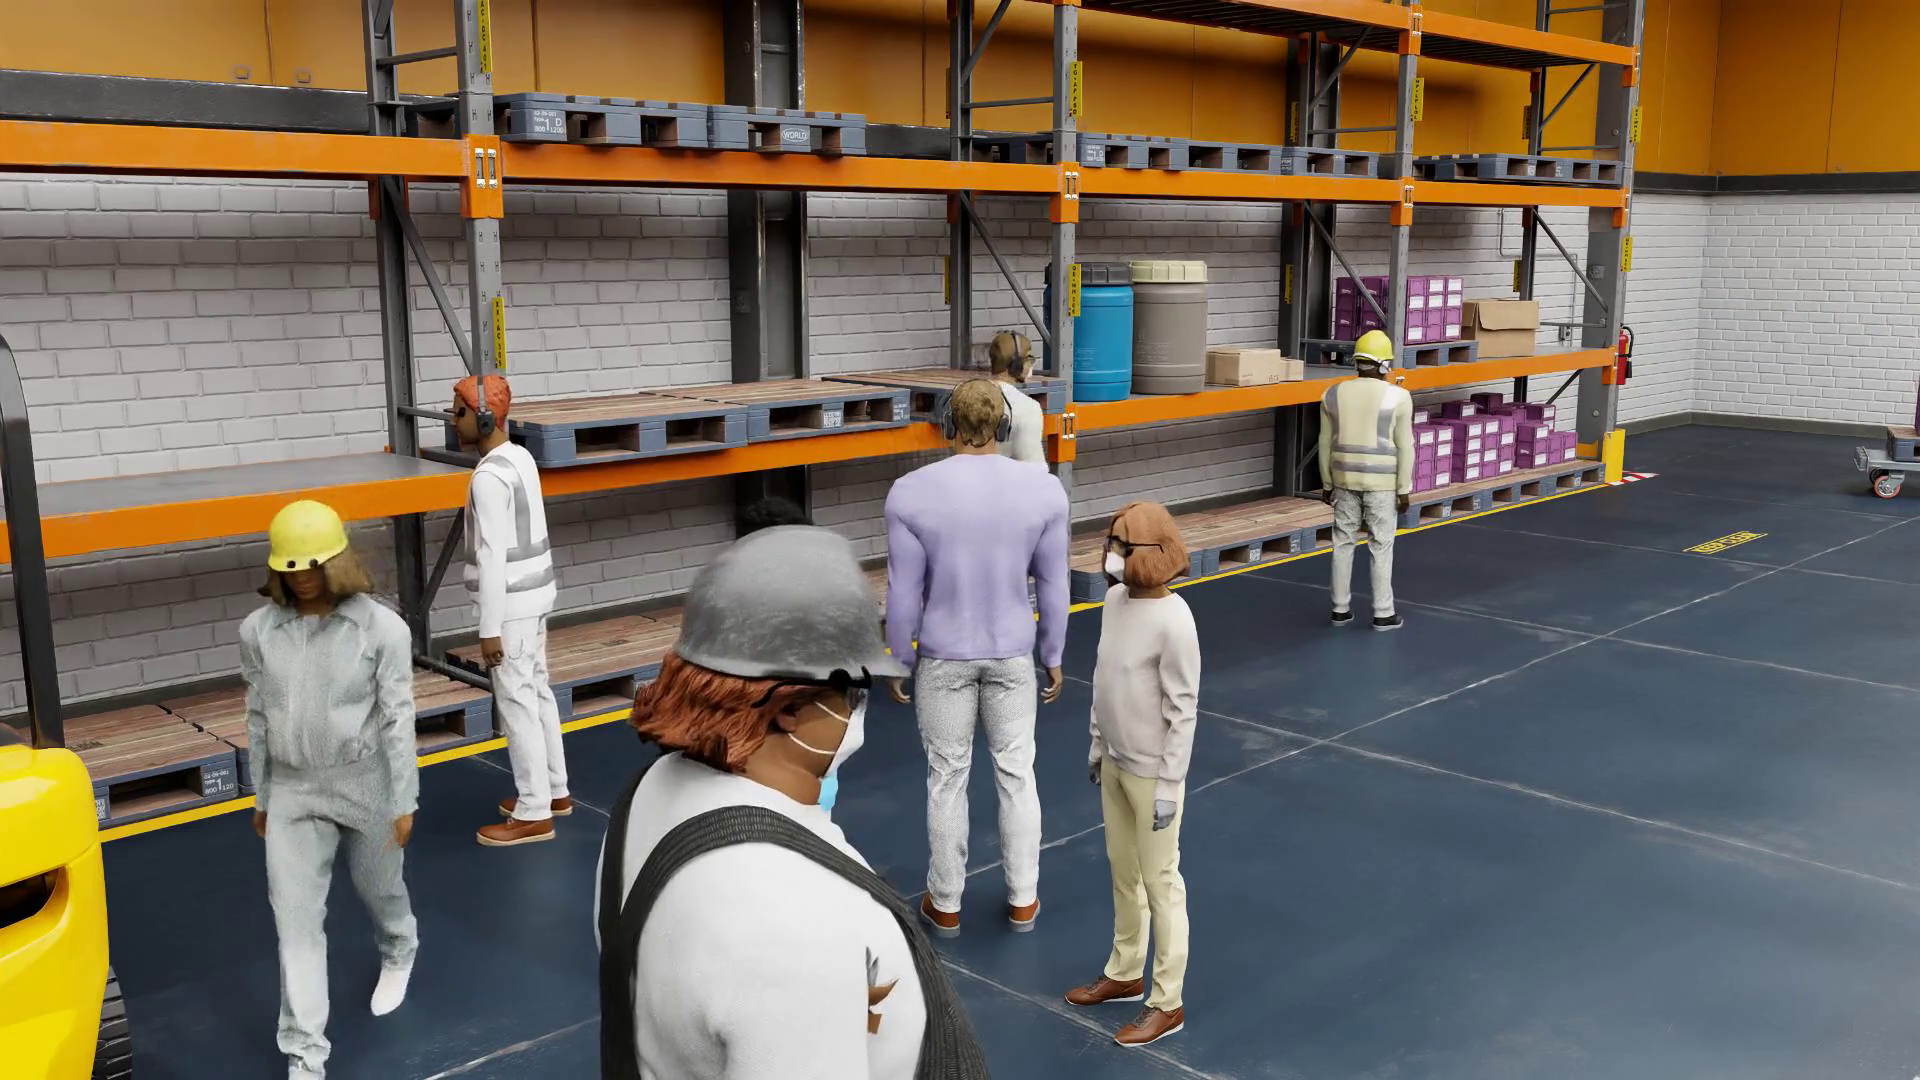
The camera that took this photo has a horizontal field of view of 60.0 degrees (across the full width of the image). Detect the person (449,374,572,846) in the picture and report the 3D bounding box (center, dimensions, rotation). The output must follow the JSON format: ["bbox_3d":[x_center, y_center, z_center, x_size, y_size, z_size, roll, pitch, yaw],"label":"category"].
[{"bbox_3d":[-1.804,0.275,6.629,0.369,1.873,0.592,0,10,-2],"label":"person"}]

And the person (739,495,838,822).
[{"bbox_3d":[-0.501,0.717,4.669,0.318,1.699,0.535,-1,10,-6],"label":"person"}]

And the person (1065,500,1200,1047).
[{"bbox_3d":[0.532,0.687,5.001,0.284,1.636,0.500,-5,11,-23],"label":"person"}]

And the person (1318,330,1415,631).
[{"bbox_3d":[2.487,-0.362,10.181,0.591,1.834,0.404,7,13,34],"label":"person"}]

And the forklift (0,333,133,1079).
[{"bbox_3d":[-3.289,0.485,4.582,1.214,2.155,2.313,-10,14,-44],"label":"forklift"}]

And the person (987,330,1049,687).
[{"bbox_3d":[0.250,-0.133,8.688,0.441,1.922,0.654,-7,13,-34],"label":"person"}]

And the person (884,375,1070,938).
[{"bbox_3d":[0.059,0.405,5.712,0.635,1.937,0.353,-1,10,-7],"label":"person"}]

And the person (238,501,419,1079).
[{"bbox_3d":[-1.787,0.698,4.800,0.485,1.694,0.899,-1,10,-5],"label":"person"}]
